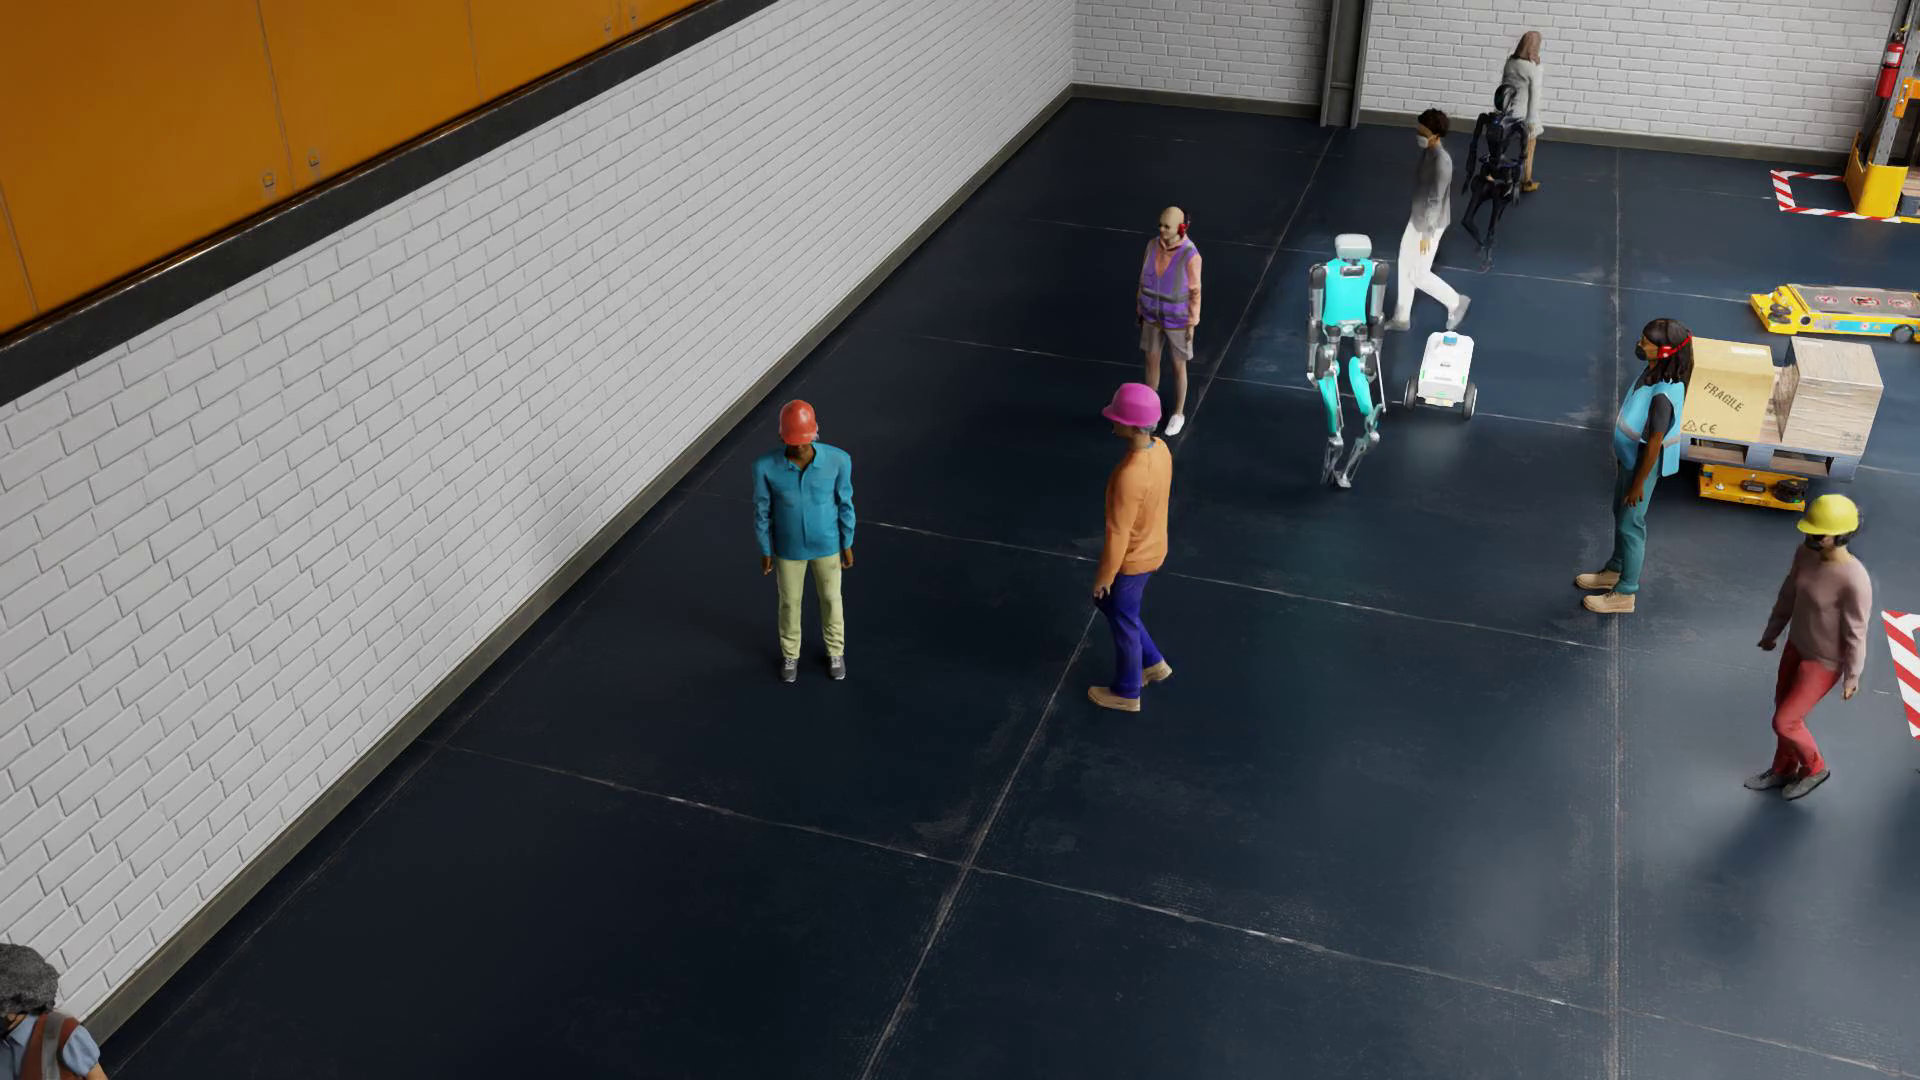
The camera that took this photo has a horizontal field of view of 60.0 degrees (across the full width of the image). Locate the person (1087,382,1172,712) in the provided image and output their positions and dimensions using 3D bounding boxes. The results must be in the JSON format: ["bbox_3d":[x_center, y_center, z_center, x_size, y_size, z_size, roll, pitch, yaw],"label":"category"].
[{"bbox_3d":[0.872,0.072,8.830,0.443,1.969,0.512,10,32,16],"label":"person"}]

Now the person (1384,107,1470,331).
[{"bbox_3d":[3.793,-2.541,13.365,0.638,1.875,0.550,-2,31,-4],"label":"person"}]

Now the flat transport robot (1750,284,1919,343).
[{"bbox_3d":[7.416,-1.886,13.834,1.431,0.231,0.659,5,31,8],"label":"flat transport robot"}]

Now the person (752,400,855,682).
[{"bbox_3d":[-0.847,0.017,9.145,0.555,1.744,0.350,-4,31,-7],"label":"person"}]

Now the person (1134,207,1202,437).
[{"bbox_3d":[1.480,-1.566,11.881,0.492,1.693,0.340,22,37,32],"label":"person"}]

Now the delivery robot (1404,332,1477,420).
[{"bbox_3d":[3.650,-1.285,12.501,0.499,0.566,0.739,10,32,16],"label":"delivery robot"}]

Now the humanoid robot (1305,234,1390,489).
[{"bbox_3d":[2.581,-1.056,11.087,0.554,1.895,0.692,-3,31,-4],"label":"humanoid robot"}]

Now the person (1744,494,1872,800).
[{"bbox_3d":[4.184,0.557,8.212,0.414,1.745,0.556,-3,31,-5],"label":"person"}]

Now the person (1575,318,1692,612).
[{"bbox_3d":[4.006,-0.434,9.801,0.390,1.860,0.508,7,31,12],"label":"person"}]

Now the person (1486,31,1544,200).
[{"bbox_3d":[5.547,-4.205,16.423,0.780,1.625,0.510,-23,37,-34],"label":"person"}]

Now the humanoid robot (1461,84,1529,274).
[{"bbox_3d":[4.722,-3.172,14.631,0.381,1.652,0.588,-25,39,-36],"label":"humanoid robot"}]

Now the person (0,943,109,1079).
[{"bbox_3d":[-3.110,2.051,5.730,0.453,1.688,0.299,-1,30,-1],"label":"person"}]

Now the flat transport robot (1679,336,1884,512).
[{"bbox_3d":[5.544,-0.640,11.714,0.659,0.231,1.431,10,32,16],"label":"flat transport robot"}]
